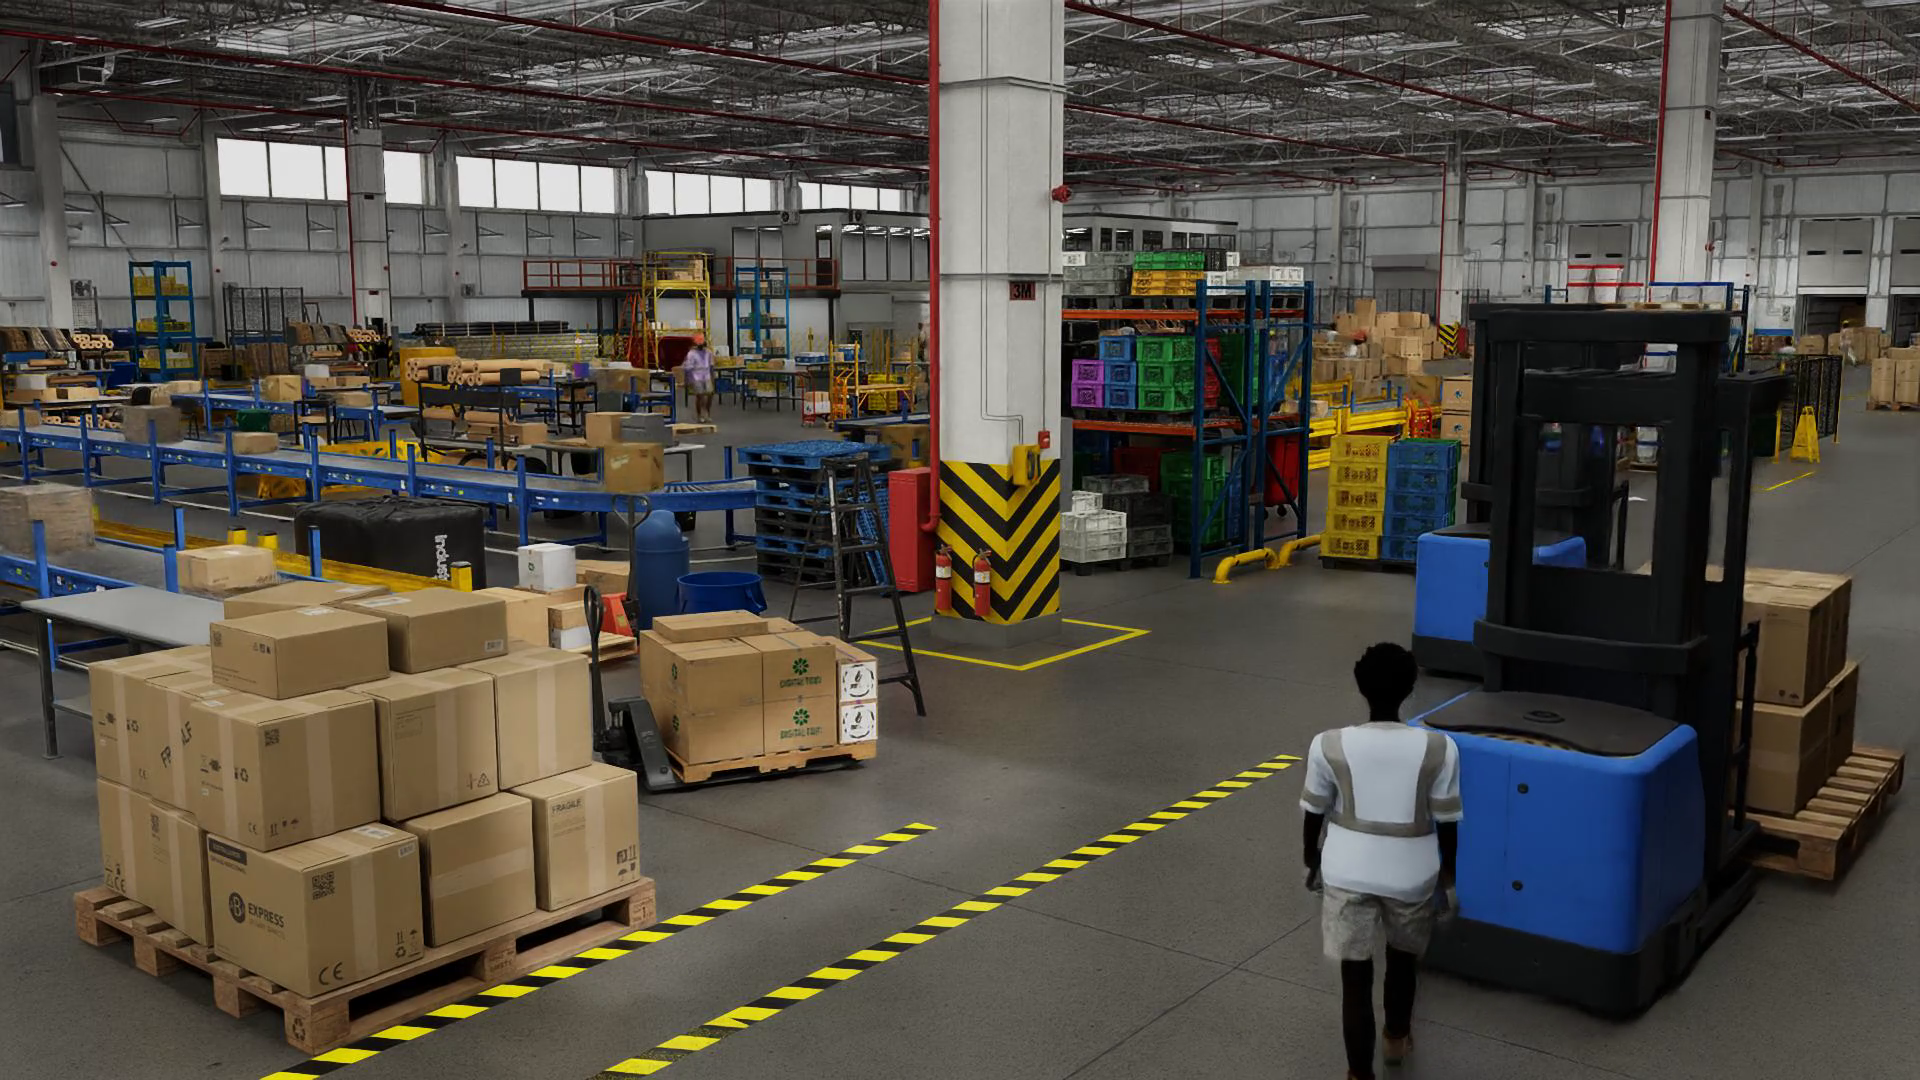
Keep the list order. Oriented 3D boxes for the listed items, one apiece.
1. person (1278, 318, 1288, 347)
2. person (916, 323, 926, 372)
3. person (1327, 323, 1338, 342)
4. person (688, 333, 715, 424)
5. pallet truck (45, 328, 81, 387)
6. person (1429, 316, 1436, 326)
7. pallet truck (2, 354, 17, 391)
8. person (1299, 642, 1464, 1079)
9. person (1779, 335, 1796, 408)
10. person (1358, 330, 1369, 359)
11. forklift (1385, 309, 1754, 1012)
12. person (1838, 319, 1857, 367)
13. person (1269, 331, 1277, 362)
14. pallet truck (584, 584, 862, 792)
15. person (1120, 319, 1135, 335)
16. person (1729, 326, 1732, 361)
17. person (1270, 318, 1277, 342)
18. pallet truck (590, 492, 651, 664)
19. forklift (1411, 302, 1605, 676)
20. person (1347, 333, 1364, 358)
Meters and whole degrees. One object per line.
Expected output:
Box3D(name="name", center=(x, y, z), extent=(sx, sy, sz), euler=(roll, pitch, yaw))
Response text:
Box3D(name="person", center=(15.334, -9.816, 79.231), extent=(0.609, 1.940, 0.413), euler=(-3, 9, -17))
Box3D(name="person", center=(-1.445, -7.126, 61.468), extent=(0.410, 1.826, 0.540), euler=(1, 9, 7))
Box3D(name="person", center=(13.356, -6.873, 59.692), extent=(0.462, 1.847, 0.536), euler=(-7, 11, -39))
Box3D(name="person", center=(-5.699, -3.571, 36.862), extent=(0.621, 2.016, 0.654), euler=(-5, 10, -29))
Box3D(name="pallet truck", center=(-23.775, -4.544, 43.495), extent=(1.885, 1.965, 0.823), euler=(6, 10, 35))
Box3D(name="person", center=(22.631, -9.870, 79.965), extent=(0.431, 1.827, 0.640), euler=(-3, 9, -19))
Box3D(name="pallet truck", center=(-24.881, -4.417, 42.634), extent=(1.885, 1.965, 0.823), euler=(8, 11, 41))
Box3D(name="person", center=(1.500, 1.178, 5.995), extent=(0.558, 1.660, 0.794), euler=(2, 9, 10))
Box3D(name="person", center=(20.887, -4.246, 41.975), extent=(0.416, 1.852, 0.546), euler=(-3, 9, -17))
Box3D(name="person", center=(10.871, -4.795, 45.461), extent=(0.545, 1.918, 0.794), euler=(-8, 11, -41))
Box3D(name="forklift", center=(2.774, 0.380, 7.340), extent=(1.129, 2.768, 1.873), euler=(6, 11, 37))
Box3D(name="person", center=(34.270, -7.564, 64.198), extent=(0.624, 1.898, 0.691), euler=(-2, 9, -15))
Box3D(name="person", center=(9.856, -5.775, 52.735), extent=(0.925, 1.715, 0.545), euler=(8, 11, 42))
Box3D(name="pallet truck", center=(-1.426, 0.805, 10.019), extent=(1.601, 1.201, 0.680), euler=(-4, 9, -26))
Box3D(name="person", center=(6.292, -7.369, 62.643), extent=(0.607, 1.966, 0.367), euler=(2, 9, 16))
Box3D(name="person", center=(26.694, -6.686, 58.167), extent=(0.676, 1.925, 0.626), euler=(0, 8, -1))
Box3D(name="person", center=(14.414, -9.344, 76.705), extent=(0.296, 1.744, 0.484), euler=(-2, 9, -16))
Box3D(name="pallet truck", center=(-3.115, 0.344, 12.883), extent=(0.653, 1.274, 1.630), euler=(7, 11, 37))
Box3D(name="forklift", center=(4.379, -0.438, 12.852), extent=(1.129, 2.768, 1.873), euler=(7, 11, 37))
Box3D(name="person", center=(10.212, -4.491, 43.563), extent=(0.991, 1.886, 0.594), euler=(3, 9, 21))
